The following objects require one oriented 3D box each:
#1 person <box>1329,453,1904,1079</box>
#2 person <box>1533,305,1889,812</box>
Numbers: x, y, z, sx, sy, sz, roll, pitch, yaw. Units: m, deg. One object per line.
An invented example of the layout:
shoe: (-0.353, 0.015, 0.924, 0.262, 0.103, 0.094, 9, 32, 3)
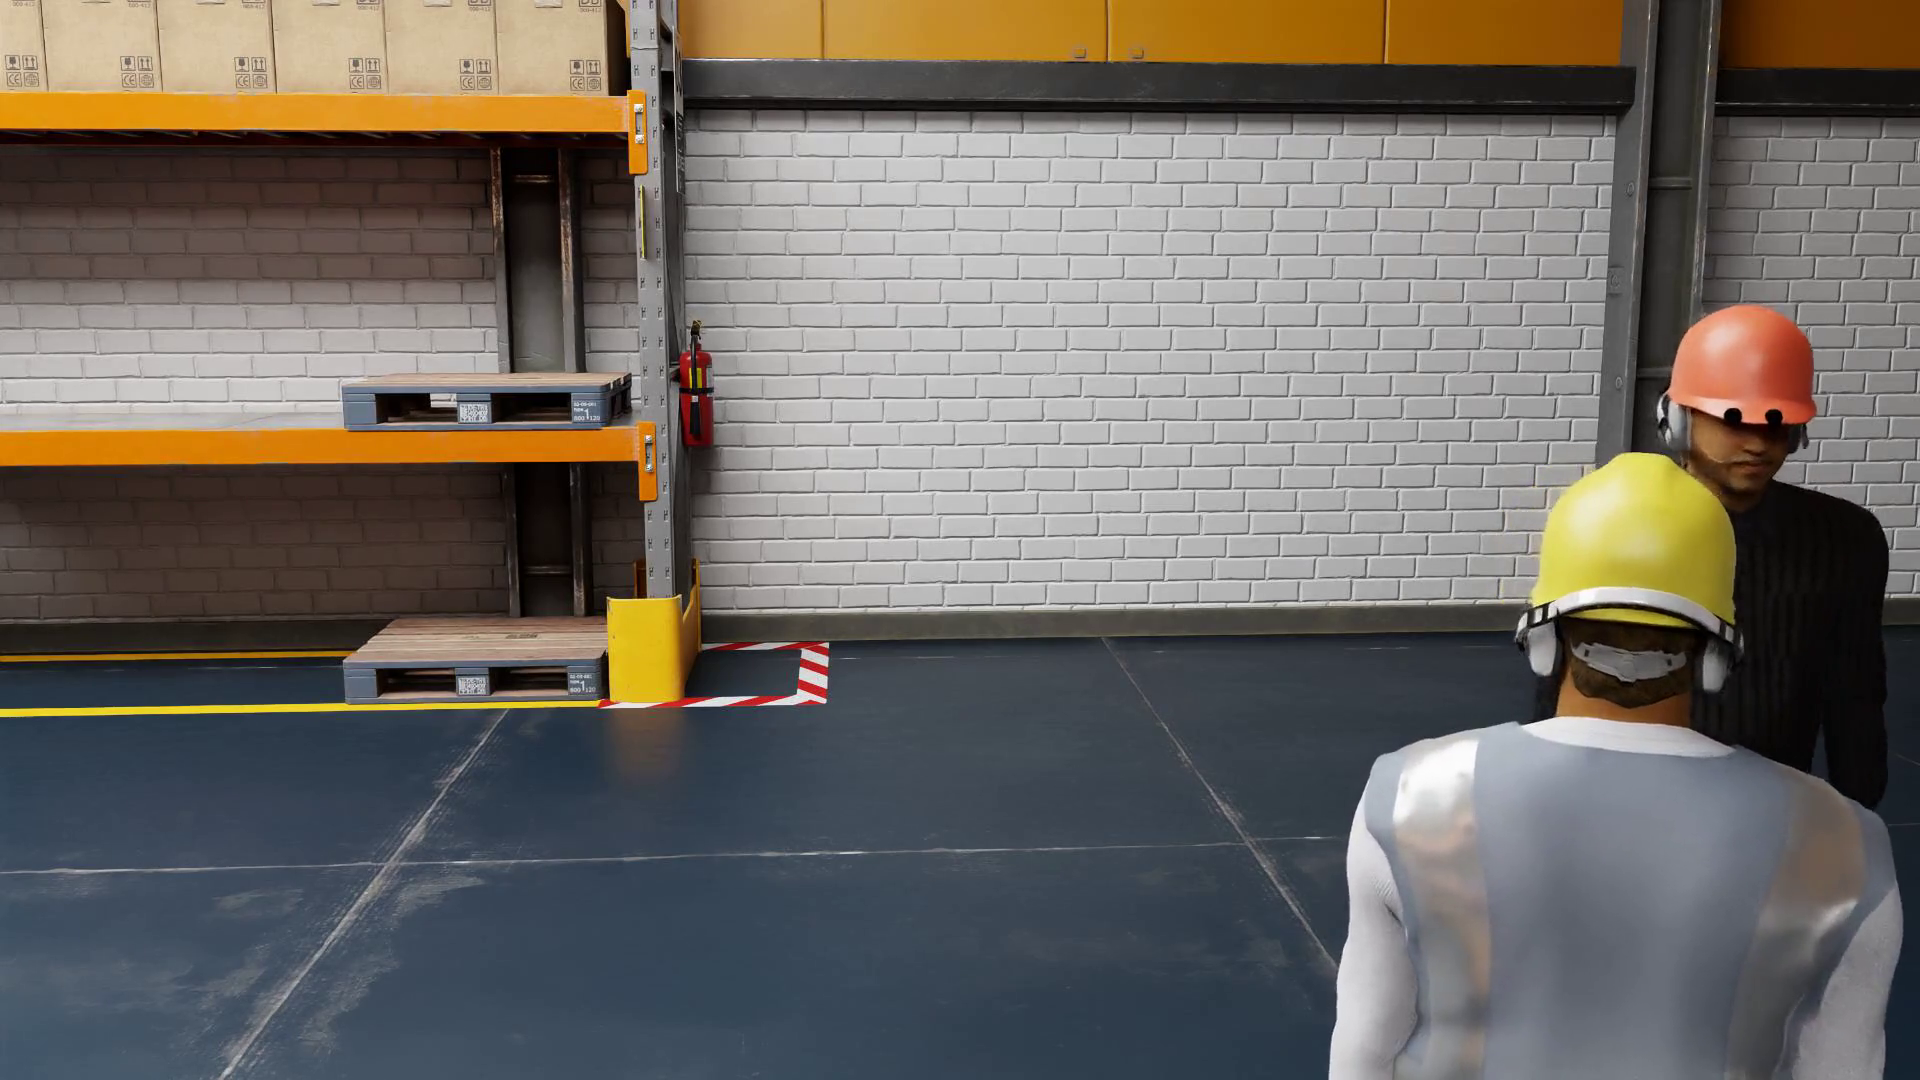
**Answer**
person: (0.733, 0.811, 1.954, 0.596, 1.827, 0.403, 3, 9, 17)
person: (1.396, 0.551, 3.121, 0.678, 1.969, 0.518, 1, 9, 4)
